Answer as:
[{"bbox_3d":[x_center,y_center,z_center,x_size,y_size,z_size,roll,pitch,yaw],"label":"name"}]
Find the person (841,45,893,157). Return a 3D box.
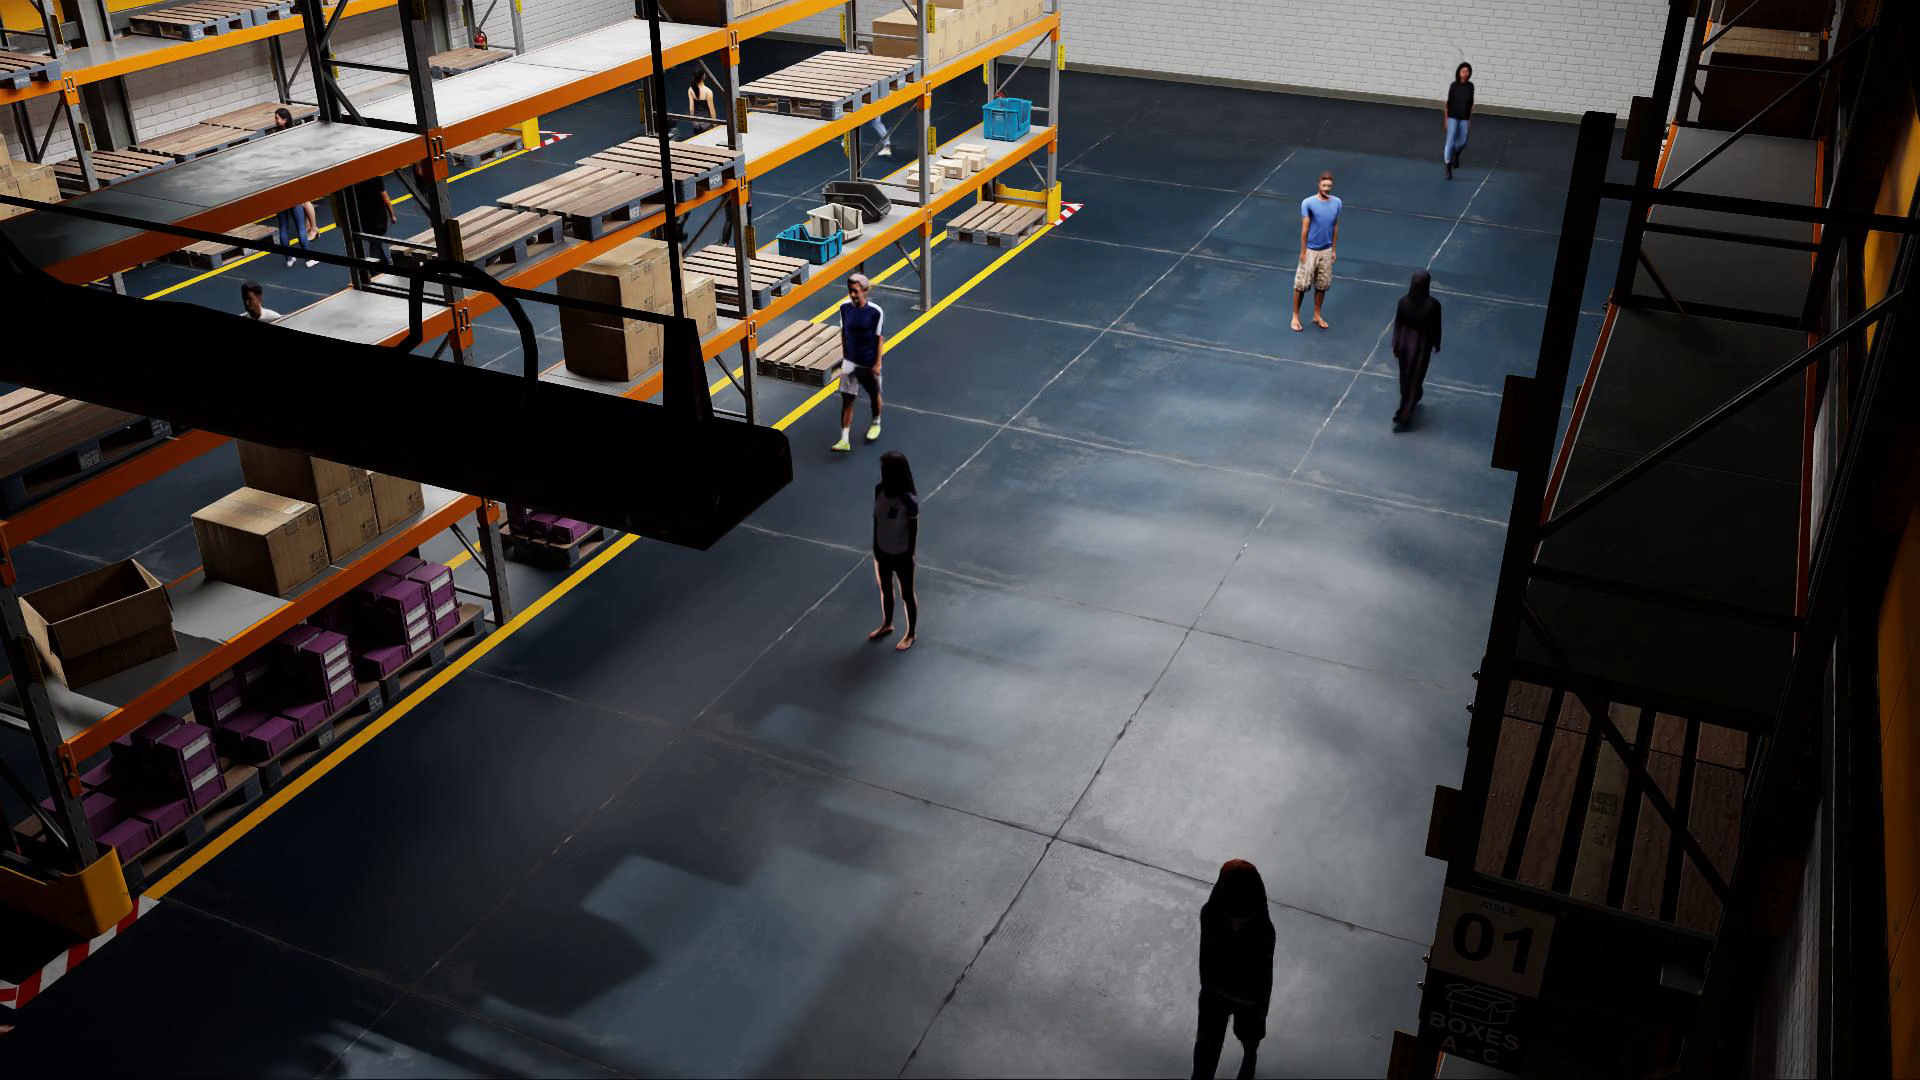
[{"bbox_3d":[-1.356,-6.711,25.631,0.890,1.671,1.201,20,34,32],"label":"person"}]

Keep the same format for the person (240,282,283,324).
[{"bbox_3d":[-6.686,-1.635,16.163,0.980,1.827,1.282,2,29,4],"label":"person"}]

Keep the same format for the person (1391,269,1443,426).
[{"bbox_3d":[4.622,-1.960,16.987,0.727,1.607,1.164,18,33,29],"label":"person"}]

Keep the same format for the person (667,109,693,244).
[{"bbox_3d":[-3.767,-4.743,21.900,0.739,1.788,0.899,7,29,13],"label":"person"}]

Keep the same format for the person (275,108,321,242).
[{"bbox_3d":[-8.853,-4.873,22.159,0.794,1.769,0.774,-19,34,-31],"label":"person"}]

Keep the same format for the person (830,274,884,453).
[{"bbox_3d":[-0.926,-1.796,16.488,0.697,1.797,1.076,9,30,17],"label":"person"}]

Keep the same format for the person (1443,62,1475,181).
[{"bbox_3d":[7.409,-6.275,24.809,0.698,1.693,0.837,3,29,5],"label":"person"}]

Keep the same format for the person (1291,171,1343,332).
[{"bbox_3d":[4.147,-3.385,19.332,0.751,1.863,0.780,-6,29,-10],"label":"person"}]

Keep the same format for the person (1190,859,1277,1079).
[{"bbox_3d":[1.498,2.399,8.869,0.606,1.729,1.135,14,32,24],"label":"person"}]

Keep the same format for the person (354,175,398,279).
[{"bbox_3d":[-7.254,-3.906,20.441,0.863,1.717,1.237,4,29,7],"label":"person"}]

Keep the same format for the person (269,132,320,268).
[{"bbox_3d":[-8.593,-4.335,21.222,0.661,1.721,0.627,4,29,6],"label":"person"}]

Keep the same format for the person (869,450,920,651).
[{"bbox_3d":[-0.509,0.056,13.187,0.648,1.707,0.612,22,35,34],"label":"person"}]

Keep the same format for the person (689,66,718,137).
[{"bbox_3d":[-3.765,-6.066,24.388,0.558,1.730,0.526,12,31,21],"label":"person"}]
